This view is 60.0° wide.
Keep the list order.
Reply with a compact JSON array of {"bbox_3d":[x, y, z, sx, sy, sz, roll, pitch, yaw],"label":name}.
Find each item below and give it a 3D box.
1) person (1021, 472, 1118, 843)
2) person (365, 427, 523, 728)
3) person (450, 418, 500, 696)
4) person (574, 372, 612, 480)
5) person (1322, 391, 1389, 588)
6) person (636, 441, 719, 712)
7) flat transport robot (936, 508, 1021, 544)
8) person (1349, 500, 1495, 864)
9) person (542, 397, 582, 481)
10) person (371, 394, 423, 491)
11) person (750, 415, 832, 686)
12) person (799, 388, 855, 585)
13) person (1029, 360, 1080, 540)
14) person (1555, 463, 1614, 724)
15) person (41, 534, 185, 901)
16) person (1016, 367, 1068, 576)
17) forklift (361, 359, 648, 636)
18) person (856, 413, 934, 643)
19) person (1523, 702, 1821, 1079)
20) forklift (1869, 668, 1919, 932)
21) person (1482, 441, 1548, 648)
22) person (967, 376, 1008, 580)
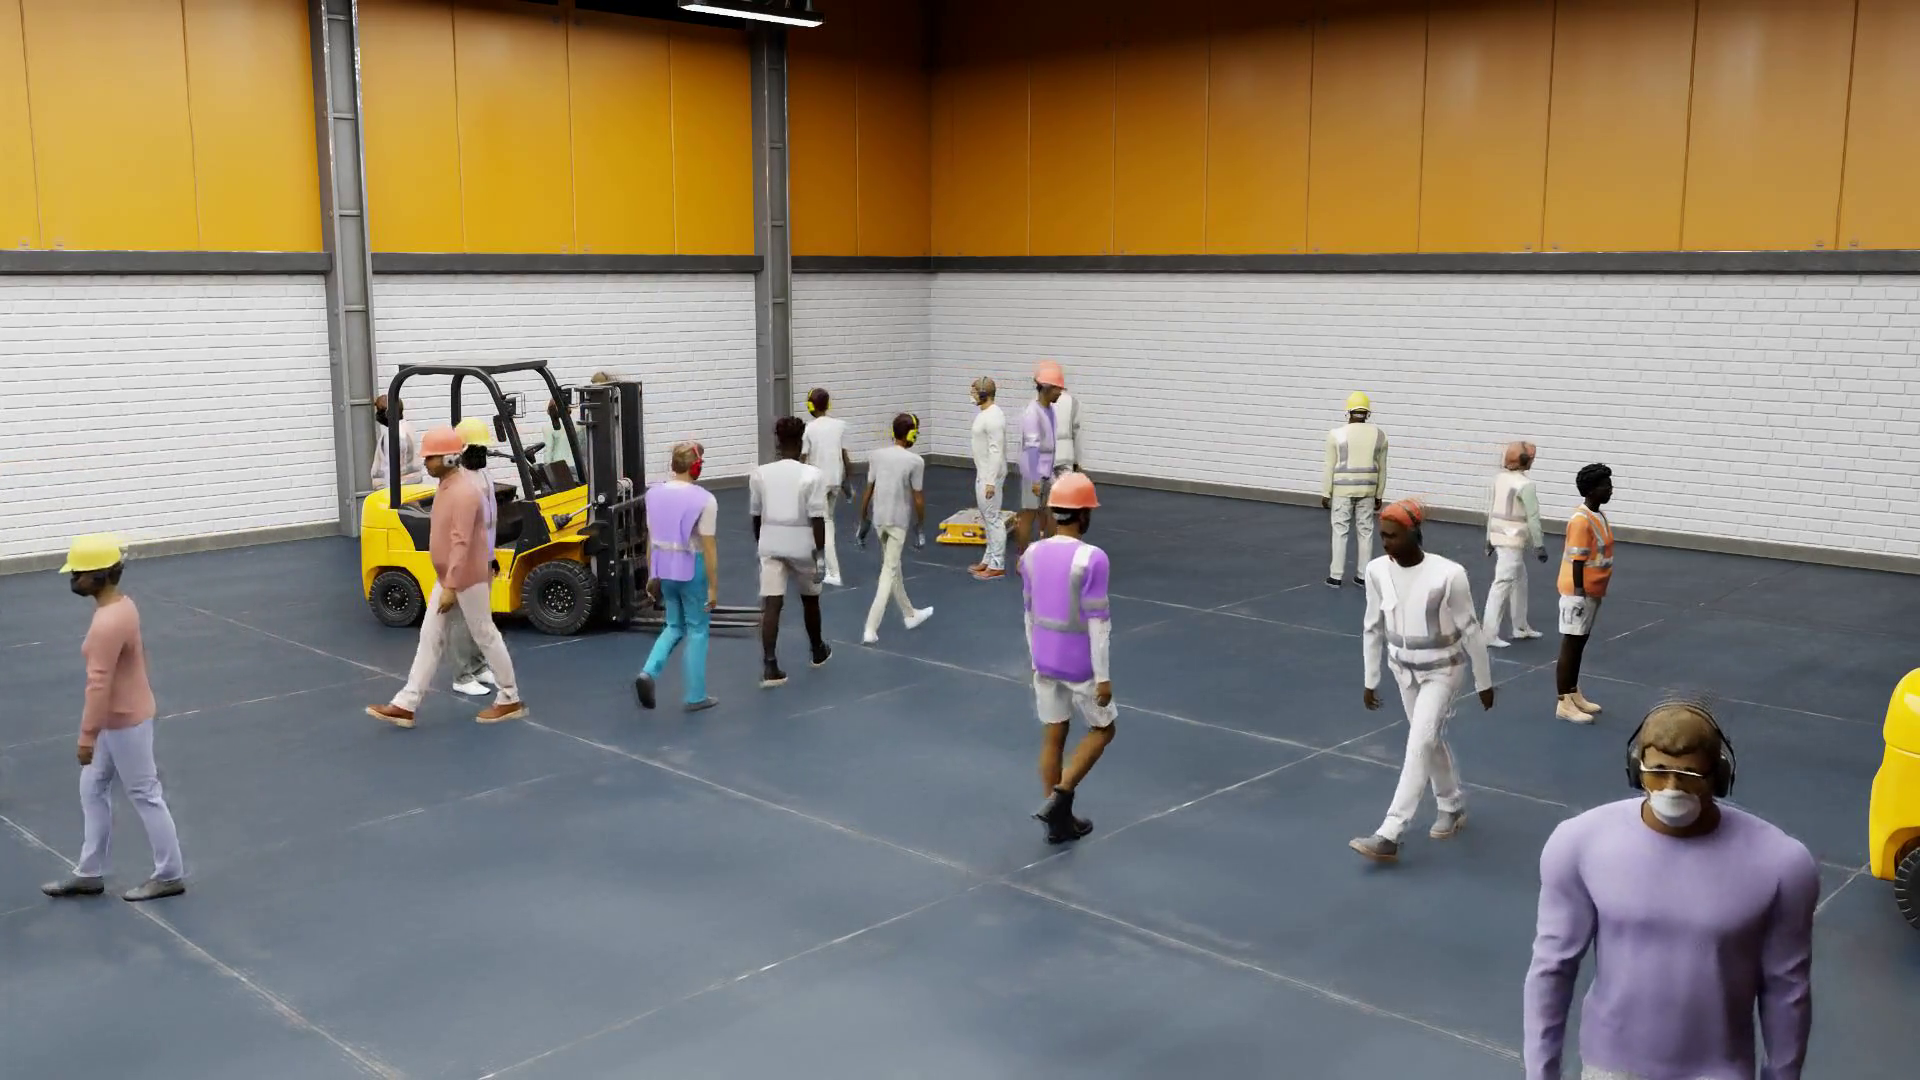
[{"bbox_3d":[0.564,0.616,8.484,0.576,1.924,0.415,9,13,44],"label":"person"},{"bbox_3d":[-3.291,0.256,10.621,1.004,1.939,0.628,-7,11,-36],"label":"person"},{"bbox_3d":[-3.379,0.107,11.599,0.374,1.925,0.595,2,9,10],"label":"person"},{"bbox_3d":[-3.692,-0.765,17.041,0.661,1.888,0.997,6,11,33],"label":"person"},{"bbox_3d":[3.645,-0.457,15.391,0.595,1.827,0.403,-1,9,-6],"label":"person"},{"bbox_3d":[-1.860,0.262,10.952,0.589,1.825,0.579,5,11,30],"label":"person"},{"bbox_3d":[0.222,-0.158,18.295,0.652,0.197,1.431,2,9,13],"label":"flat transport robot"},{"bbox_3d":[2.320,0.692,8.377,1.020,1.809,0.614,-7,12,-37],"label":"person"},{"bbox_3d":[-4.238,-0.752,17.769,0.270,1.632,0.504,8,12,41],"label":"person"},{"bbox_3d":[-5.077,-0.401,15.023,0.430,1.836,0.630,-1,9,-8],"label":"person"},{"bbox_3d":[-1.225,0.060,11.990,0.612,1.905,1.017,2,10,13],"label":"person"},{"bbox_3d":[-1.326,-0.514,15.655,0.515,1.844,0.697,-7,11,-35],"label":"person"},{"bbox_3d":[0.971,-0.820,17.003,0.672,2.020,0.500,-3,10,-20],"label":"person"},{"bbox_3d":[4.092,0.337,10.897,0.322,1.696,0.536,6,11,32],"label":"person"},{"bbox_3d":[-3.991,0.839,7.650,0.736,1.737,0.553,-4,10,-21],"label":"person"},{"bbox_3d":[0.781,-0.633,15.852,0.572,2.015,0.692,5,10,26],"label":"person"},{"bbox_3d":[-3.850,-0.407,13.936,2.313,2.155,1.214,2,9,11],"label":"forklift"},{"bbox_3d":[-0.531,-0.104,13.283,0.561,1.809,0.949,6,11,31],"label":"person"},{"bbox_3d":[1.697,1.343,4.050,0.650,1.914,0.678,4,10,25],"label":"person"},{"bbox_3d":[5.205,0.723,7.013,2.313,2.155,1.214,9,13,43],"label":"forklift"},{"bbox_3d":[4.377,0.043,12.939,0.706,1.613,0.527,-1,9,-6],"label":"person"},{"bbox_3d":[0.271,-0.588,15.841,0.371,1.936,0.629,-1,9,-5],"label":"person"}]
